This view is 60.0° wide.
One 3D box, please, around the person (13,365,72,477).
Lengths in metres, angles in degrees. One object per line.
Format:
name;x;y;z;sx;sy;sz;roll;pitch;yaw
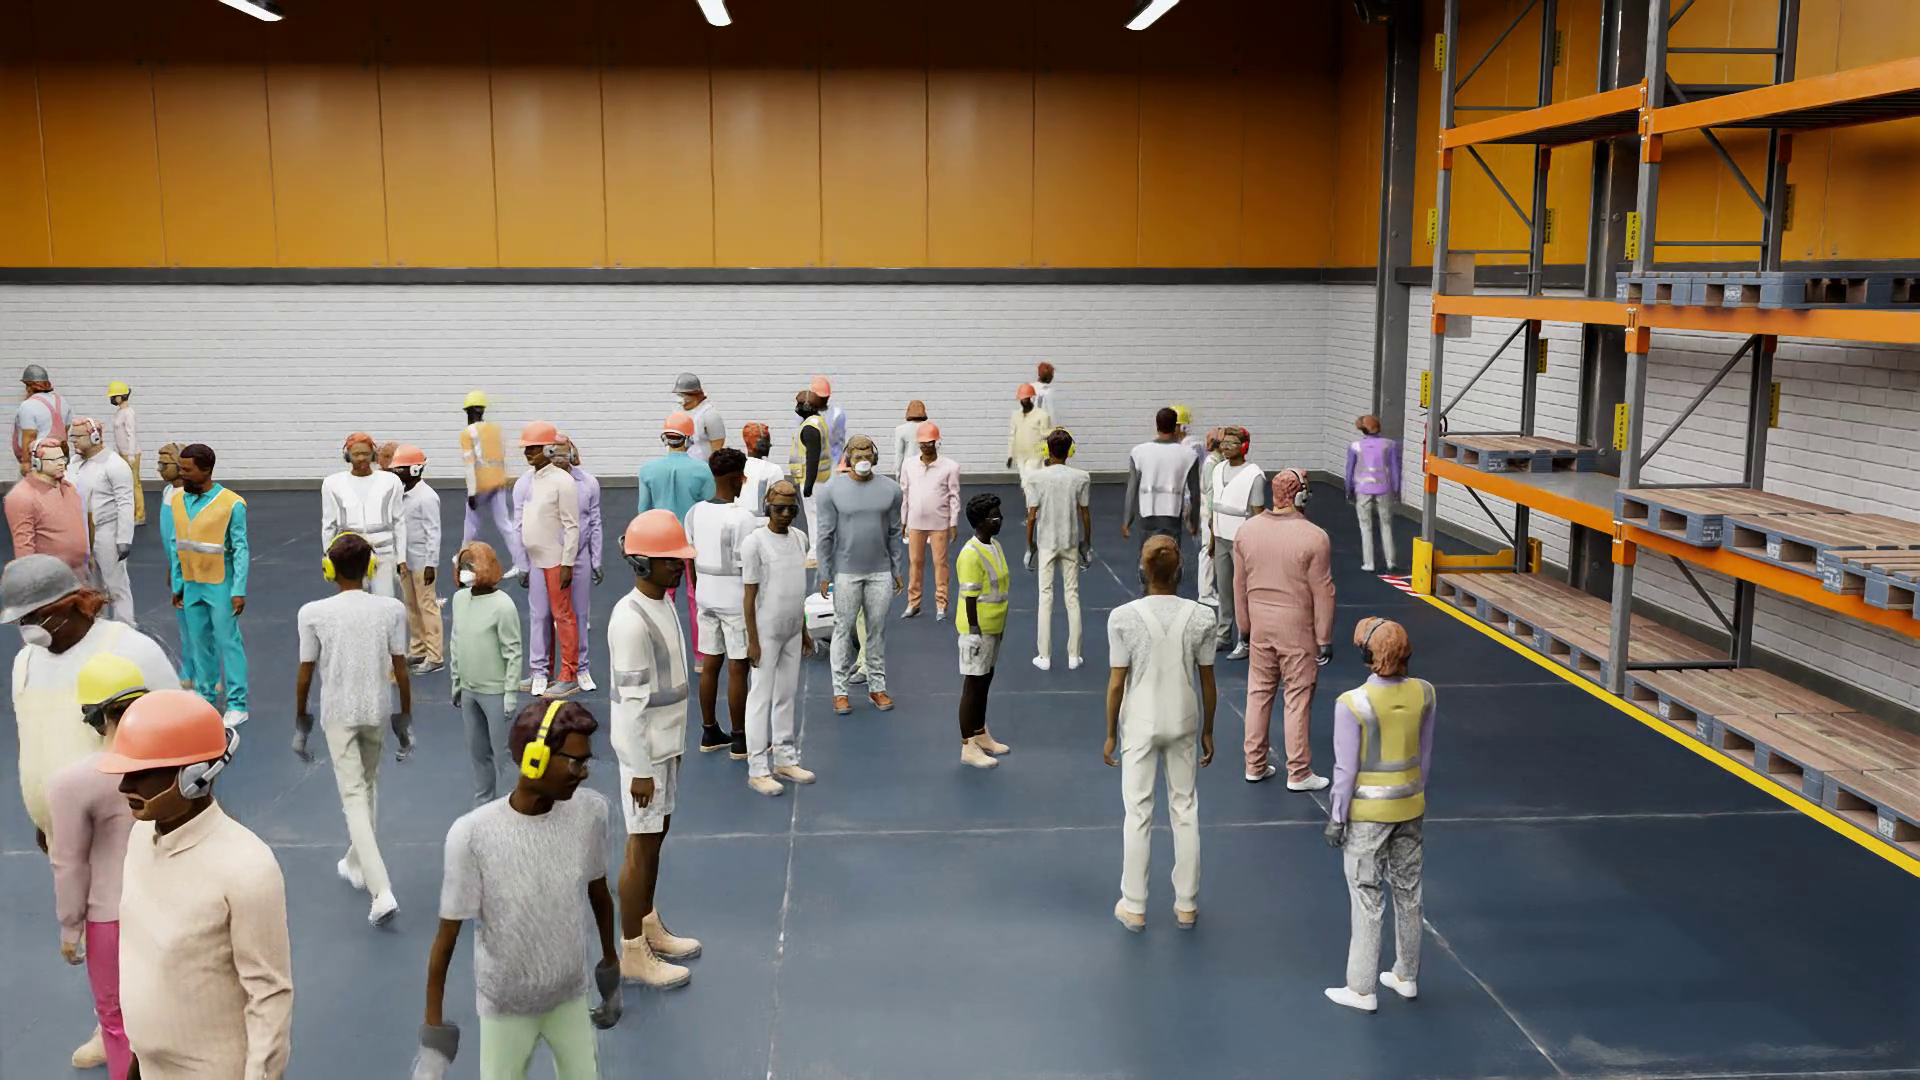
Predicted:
person;-10.273;-0.940;18.558;0.537;2.000;0.679;1;9;9

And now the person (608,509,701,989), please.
person;-1.291;0.878;7.142;0.393;2.041;0.614;0;9;2

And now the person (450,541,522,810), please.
person;-2.528;0.808;8.845;0.507;1.635;0.265;7;11;36

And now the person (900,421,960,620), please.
person;-0.281;-0.168;14.604;0.560;1.753;0.327;2;9;15

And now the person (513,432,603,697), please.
person;-2.892;0.170;12.031;0.639;1.903;0.409;-4;10;-24

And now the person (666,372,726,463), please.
person;-2.787;-0.718;17.164;0.688;2.000;0.536;6;11;33

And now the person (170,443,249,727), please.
person;-5.020;0.302;11.145;0.587;1.919;0.391;3;10;18

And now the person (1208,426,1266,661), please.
person;2.182;0.017;13.147;0.388;1.849;0.565;-6;11;-31

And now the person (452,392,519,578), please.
person;-4.758;-0.545;16.666;1.038;1.852;0.650;5;11;31

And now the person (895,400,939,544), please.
person;-0.485;-0.767;18.774;0.503;1.627;0.277;-1;9;-9

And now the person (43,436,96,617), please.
person;-6.697;0.136;12.458;0.347;1.836;0.518;3;9;15

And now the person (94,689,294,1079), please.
person;-1.962;1.355;4.289;0.611;1.996;0.378;6;11;34

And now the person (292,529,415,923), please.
person;-2.872;0.863;7.905;0.524;1.833;0.963;-7;11;-36

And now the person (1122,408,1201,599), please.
person;1.755;-0.201;14.436;0.647;1.872;0.922;1;9;8

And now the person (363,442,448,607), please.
person;-4.989;-0.073;14.577;0.883;1.564;0.526;-2;9;-15

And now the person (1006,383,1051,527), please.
person;0.797;-1.025;20.038;0.503;1.728;0.578;-9;13;-44

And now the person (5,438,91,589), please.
person;-6.274;0.242;11.562;0.409;1.907;0.651;1;9;5

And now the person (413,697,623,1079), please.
person;-1.300;1.349;4.809;0.709;1.852;0.466;-6;11;-35

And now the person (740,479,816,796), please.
person;-1.063;0.558;9.778;0.351;1.843;0.506;7;11;37

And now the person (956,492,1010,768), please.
person;0.146;0.547;10.302;0.316;1.696;0.540;3;9;17

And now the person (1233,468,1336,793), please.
person;1.925;0.524;9.788;0.652;1.906;0.409;9;12;43

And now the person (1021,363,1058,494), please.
person;1.071;-1.497;22.697;0.386;1.855;0.636;-8;12;-39

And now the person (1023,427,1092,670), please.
person;0.749;0.067;12.776;0.533;1.870;0.315;-1;9;-5

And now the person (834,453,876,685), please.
person;-0.762;0.190;12.347;0.329;1.753;0.575;-1;9;-4

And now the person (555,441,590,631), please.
person;-3.315;-0.026;14.082;0.307;1.638;0.513;-7;12;-38

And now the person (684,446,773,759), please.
person;-1.454;0.391;10.440;0.612;1.964;0.362;8;12;40

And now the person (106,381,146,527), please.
person;-10.040;-1.029;20.011;0.339;1.761;0.525;-7;12;-39

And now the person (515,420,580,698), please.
person;-2.975;0.133;11.966;0.612;1.995;0.382;8;12;40

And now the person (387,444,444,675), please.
person;-4.157;0.141;12.671;0.330;1.750;0.573;-8;12;-43

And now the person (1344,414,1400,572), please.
person;4.201;-0.478;16.995;0.537;1.606;0.423;1;9;7

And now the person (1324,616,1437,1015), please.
person;1.727;1.126;6.837;0.513;1.642;0.313;-5;10;-27

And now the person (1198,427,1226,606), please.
person;2.343;-0.220;15.295;0.310;1.638;0.522;3;9;16

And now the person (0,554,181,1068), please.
person;-3.302;0.984;6.477;0.757;2.000;0.699;3;9;15

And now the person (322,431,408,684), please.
person;-4.380;0.141;12.260;0.586;1.883;0.342;-3;10;-20

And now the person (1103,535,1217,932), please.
person;0.919;0.891;7.678;0.520;1.842;0.330;-1;9;-5

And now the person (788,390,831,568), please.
person;-1.558;-0.629;17.232;0.430;1.845;0.621;0;9;1

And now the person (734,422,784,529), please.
person;-1.597;0.015;13.058;0.586;1.881;0.340;5;10;26

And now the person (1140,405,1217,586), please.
person;2.201;-0.434;16.207;0.932;1.787;0.601;-6;11;-33

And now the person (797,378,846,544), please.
person;-1.577;-0.926;19.041;0.564;1.884;0.847;0;9;1

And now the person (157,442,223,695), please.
person;-5.520;0.220;11.886;0.506;1.846;0.350;7;11;37

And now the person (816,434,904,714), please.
person;-0.683;0.231;11.522;0.635;1.938;0.359;-3;10;-21

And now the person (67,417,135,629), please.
person;-6.876;-0.025;13.235;0.652;1.906;0.402;4;10;23

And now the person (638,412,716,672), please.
person;-2.128;0.020;12.677;0.626;1.992;0.387;1;9;4
